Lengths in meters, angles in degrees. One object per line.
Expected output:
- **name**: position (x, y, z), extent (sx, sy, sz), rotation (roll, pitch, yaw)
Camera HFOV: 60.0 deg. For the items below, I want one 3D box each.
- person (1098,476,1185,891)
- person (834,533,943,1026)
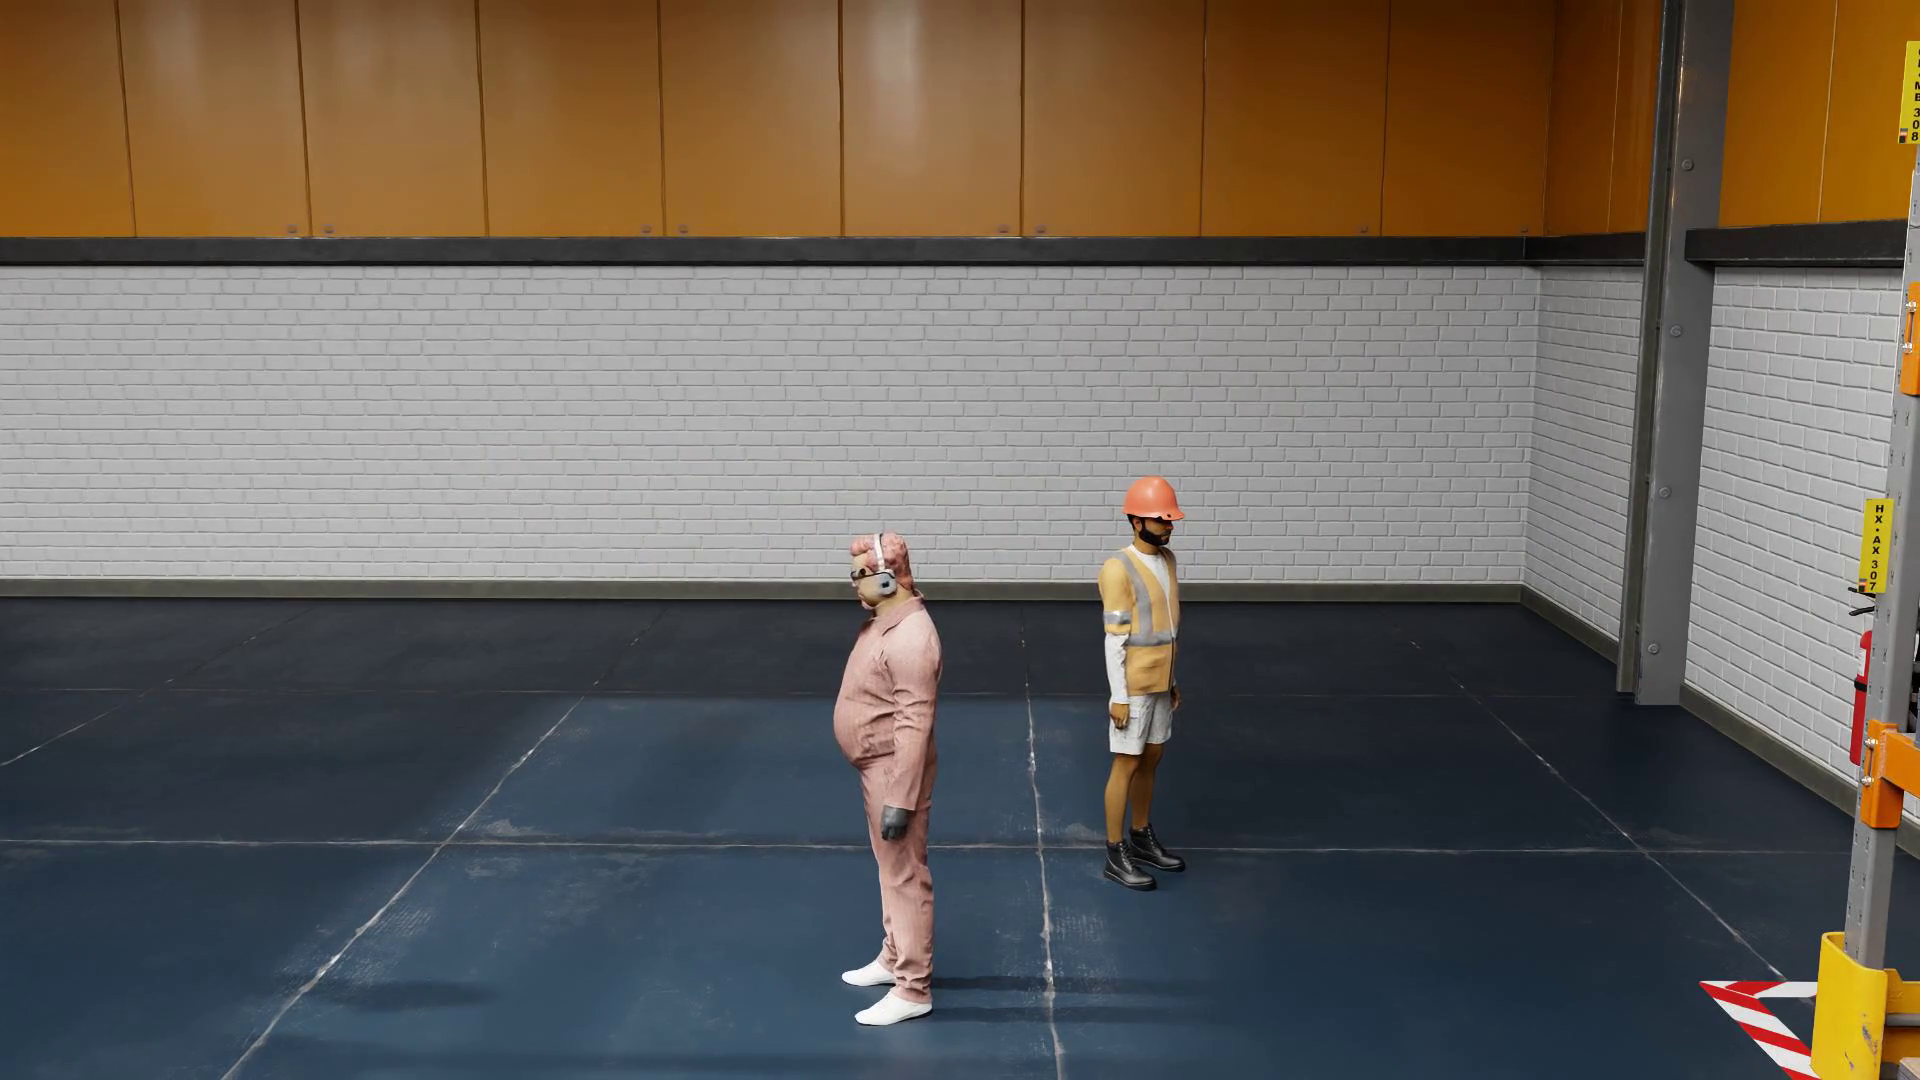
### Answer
- **person**: position (0.881, 0.660, 7.827), extent (0.356, 1.936, 0.551), rotation (7, 12, 35)
- **person**: position (-0.283, 0.911, 6.437), extent (0.406, 1.902, 0.639), rotation (-2, 10, -9)
